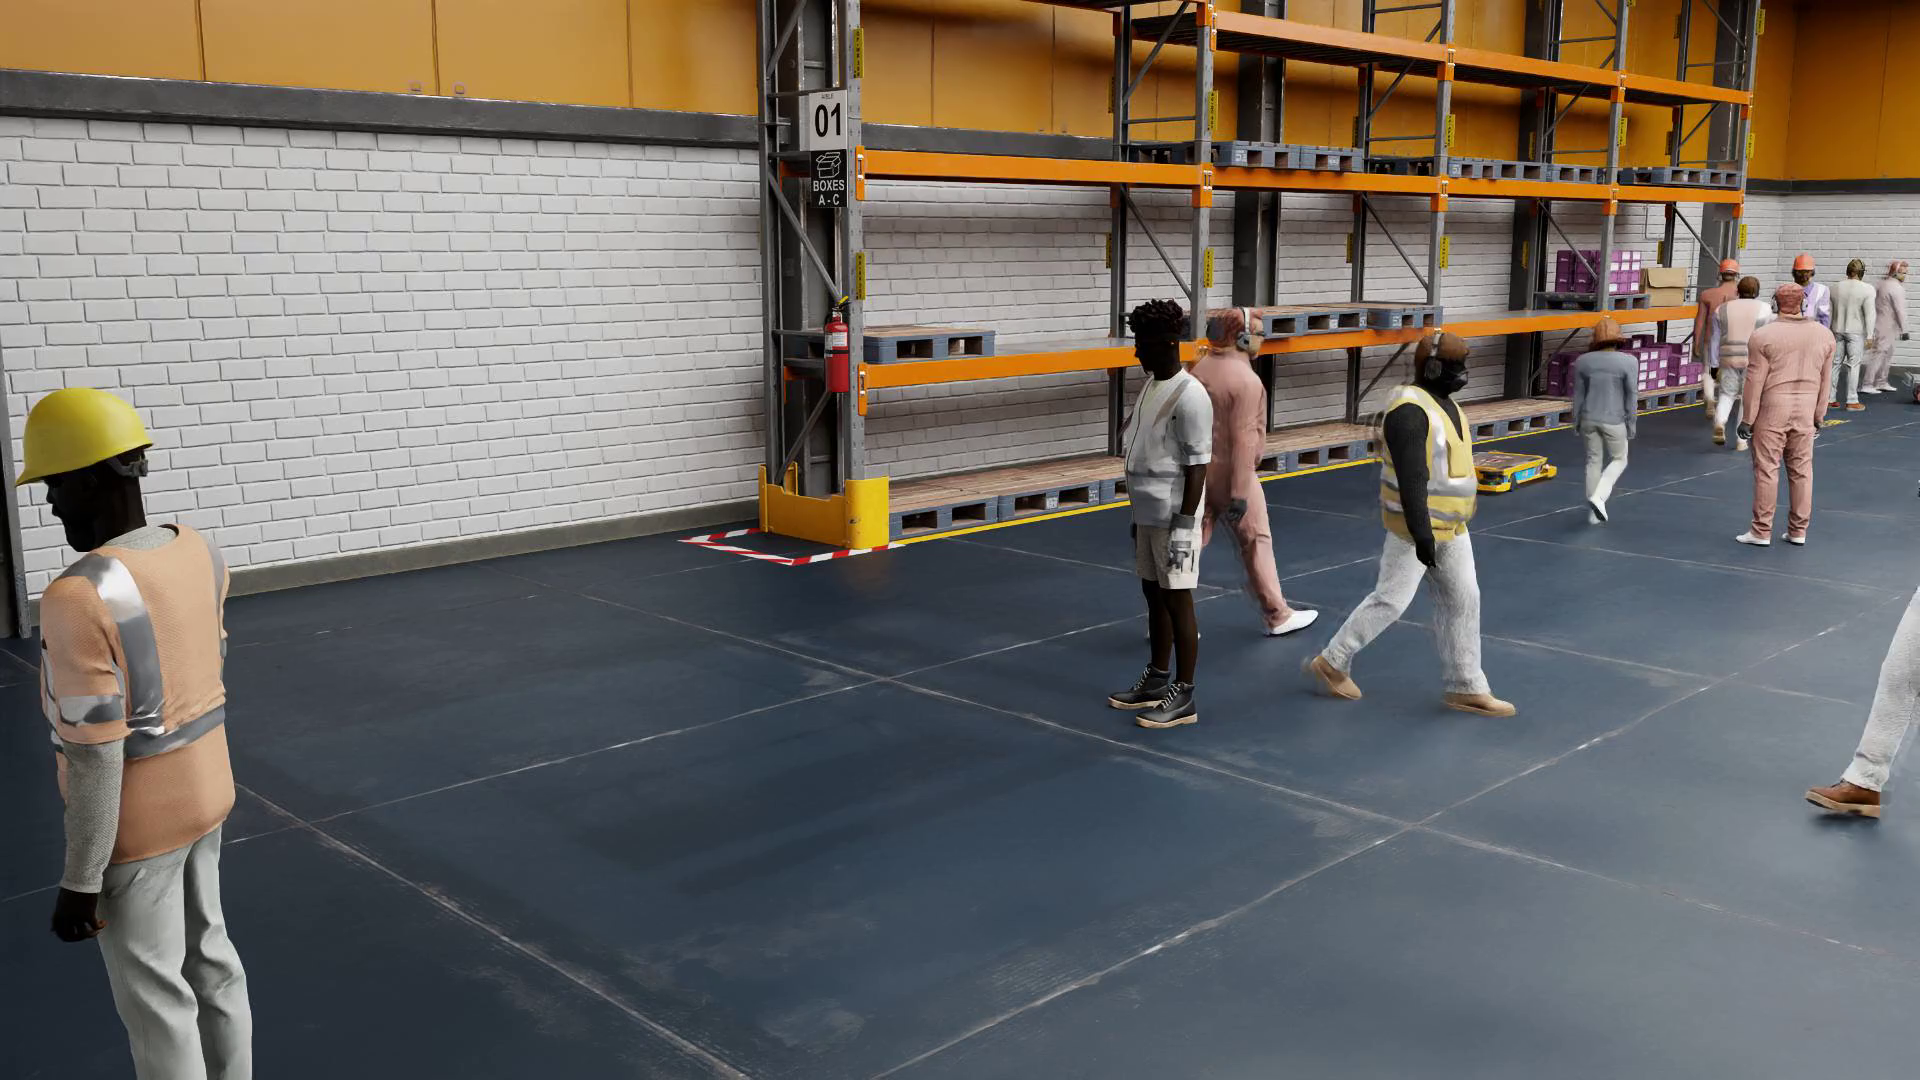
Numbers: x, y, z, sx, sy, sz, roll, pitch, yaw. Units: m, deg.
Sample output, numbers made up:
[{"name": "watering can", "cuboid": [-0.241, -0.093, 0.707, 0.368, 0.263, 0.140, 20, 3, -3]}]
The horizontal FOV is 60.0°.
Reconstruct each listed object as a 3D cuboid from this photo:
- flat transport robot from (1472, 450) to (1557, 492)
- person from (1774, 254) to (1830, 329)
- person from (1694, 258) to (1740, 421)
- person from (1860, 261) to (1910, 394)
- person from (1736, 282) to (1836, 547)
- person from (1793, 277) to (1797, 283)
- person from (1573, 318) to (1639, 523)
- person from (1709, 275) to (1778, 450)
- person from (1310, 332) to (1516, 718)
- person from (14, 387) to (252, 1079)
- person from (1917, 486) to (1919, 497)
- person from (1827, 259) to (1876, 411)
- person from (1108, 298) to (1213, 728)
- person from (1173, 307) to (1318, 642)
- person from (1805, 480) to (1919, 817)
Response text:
[{"name": "flat transport robot", "cuboid": [4.812, -0.633, 15.019, 0.652, 0.197, 1.431, 8, 13, 39]}, {"name": "person", "cuboid": [10.133, -2.419, 20.040, 0.616, 2.002, 0.967, 3, 11, 15]}, {"name": "person", "cuboid": [9.077, -2.357, 19.814, 0.623, 1.971, 0.779, 4, 11, 22]}, {"name": "person", "cuboid": [13.131, -2.976, 23.419, 0.729, 1.876, 0.670, 0, 10, 2]}, {"name": "person", "cuboid": [5.928, -0.898, 12.019, 0.643, 1.905, 0.399, -1, 10, -5]}, {"name": "person", "cuboid": [11.705, -2.956, 23.394, 0.354, 1.851, 0.507, -4, 11, -19]}, {"name": "person", "cuboid": [4.962, -0.908, 12.855, 0.506, 1.615, 0.415, 10, 14, 42]}, {"name": "person", "cuboid": [8.146, -1.833, 17.319, 0.632, 1.827, 0.517, 8, 13, 36]}, {"name": "person", "cuboid": [2.144, -0.081, 7.848, 0.924, 1.805, 0.623, 9, 13, 39]}, {"name": "person", "cuboid": [-1.831, 0.618, 3.709, 0.375, 1.919, 0.584, 0, 10, 2]}, {"name": "person", "cuboid": [8.431, -1.274, 14.038, 0.564, 1.911, 0.459, 4, 11, 21]}, {"name": "person", "cuboid": [11.416, -2.630, 21.363, 0.355, 1.938, 0.638, -7, 12, -33]}, {"name": "person", "cuboid": [0.927, -0.122, 7.634, 0.381, 1.958, 0.603, -3, 11, -15]}, {"name": "person", "cuboid": [1.504, -0.349, 9.151, 0.987, 1.850, 0.661, -5, 12, -25]}, {"name": "person", "cuboid": [3.675, 0.192, 6.225, 0.905, 1.846, 0.589, -2, 11, -9]}]
